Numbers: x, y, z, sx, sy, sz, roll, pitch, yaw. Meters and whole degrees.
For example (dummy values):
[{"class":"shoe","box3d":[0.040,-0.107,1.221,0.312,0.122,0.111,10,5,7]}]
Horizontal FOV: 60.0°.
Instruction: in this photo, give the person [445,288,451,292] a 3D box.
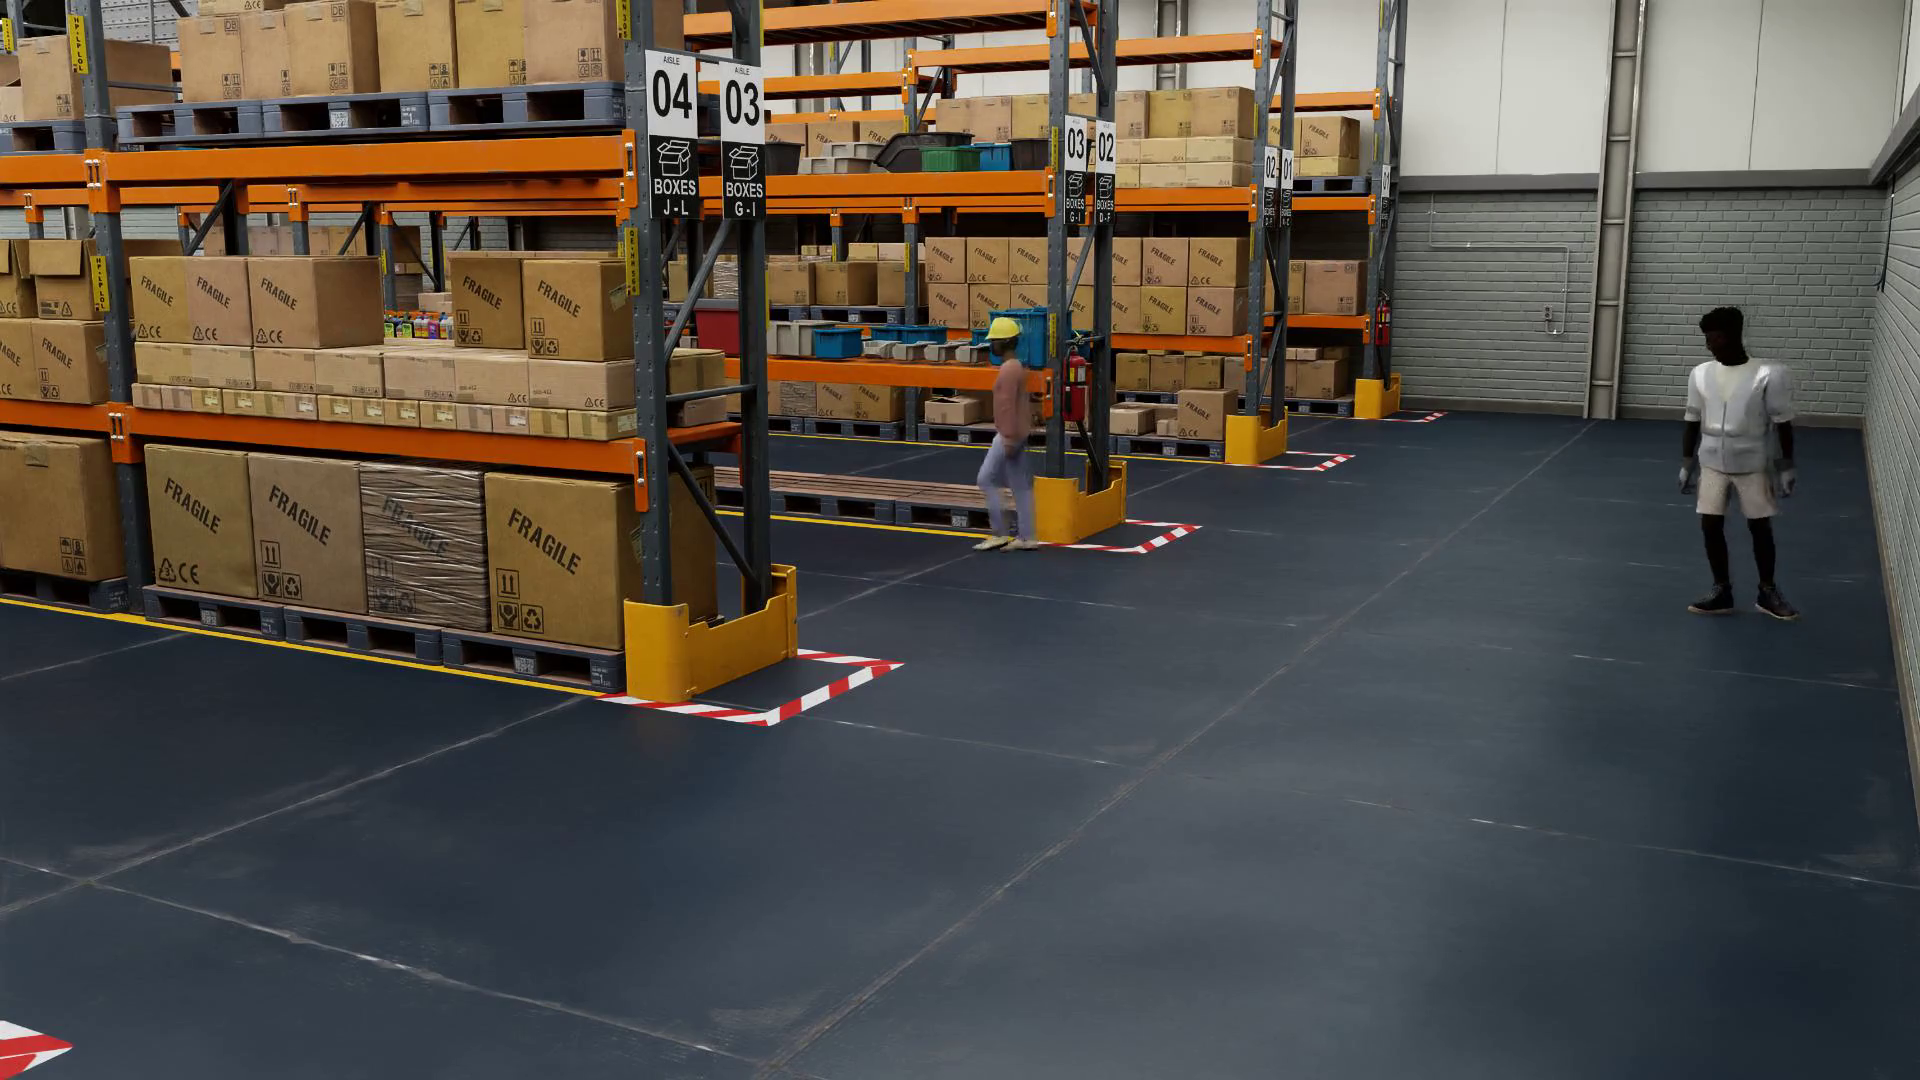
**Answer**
[{"class":"person","box3d":[-7.530,-2.867,24.233,0.873,1.597,0.508,5,12,26]}]

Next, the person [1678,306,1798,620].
[{"class":"person","box3d":[4.840,-0.468,10.244,0.452,1.925,0.757,-10,14,-42]}]

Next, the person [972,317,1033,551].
[{"class":"person","box3d":[0.292,-0.771,12.331,0.580,1.746,0.556,2,11,9]}]
